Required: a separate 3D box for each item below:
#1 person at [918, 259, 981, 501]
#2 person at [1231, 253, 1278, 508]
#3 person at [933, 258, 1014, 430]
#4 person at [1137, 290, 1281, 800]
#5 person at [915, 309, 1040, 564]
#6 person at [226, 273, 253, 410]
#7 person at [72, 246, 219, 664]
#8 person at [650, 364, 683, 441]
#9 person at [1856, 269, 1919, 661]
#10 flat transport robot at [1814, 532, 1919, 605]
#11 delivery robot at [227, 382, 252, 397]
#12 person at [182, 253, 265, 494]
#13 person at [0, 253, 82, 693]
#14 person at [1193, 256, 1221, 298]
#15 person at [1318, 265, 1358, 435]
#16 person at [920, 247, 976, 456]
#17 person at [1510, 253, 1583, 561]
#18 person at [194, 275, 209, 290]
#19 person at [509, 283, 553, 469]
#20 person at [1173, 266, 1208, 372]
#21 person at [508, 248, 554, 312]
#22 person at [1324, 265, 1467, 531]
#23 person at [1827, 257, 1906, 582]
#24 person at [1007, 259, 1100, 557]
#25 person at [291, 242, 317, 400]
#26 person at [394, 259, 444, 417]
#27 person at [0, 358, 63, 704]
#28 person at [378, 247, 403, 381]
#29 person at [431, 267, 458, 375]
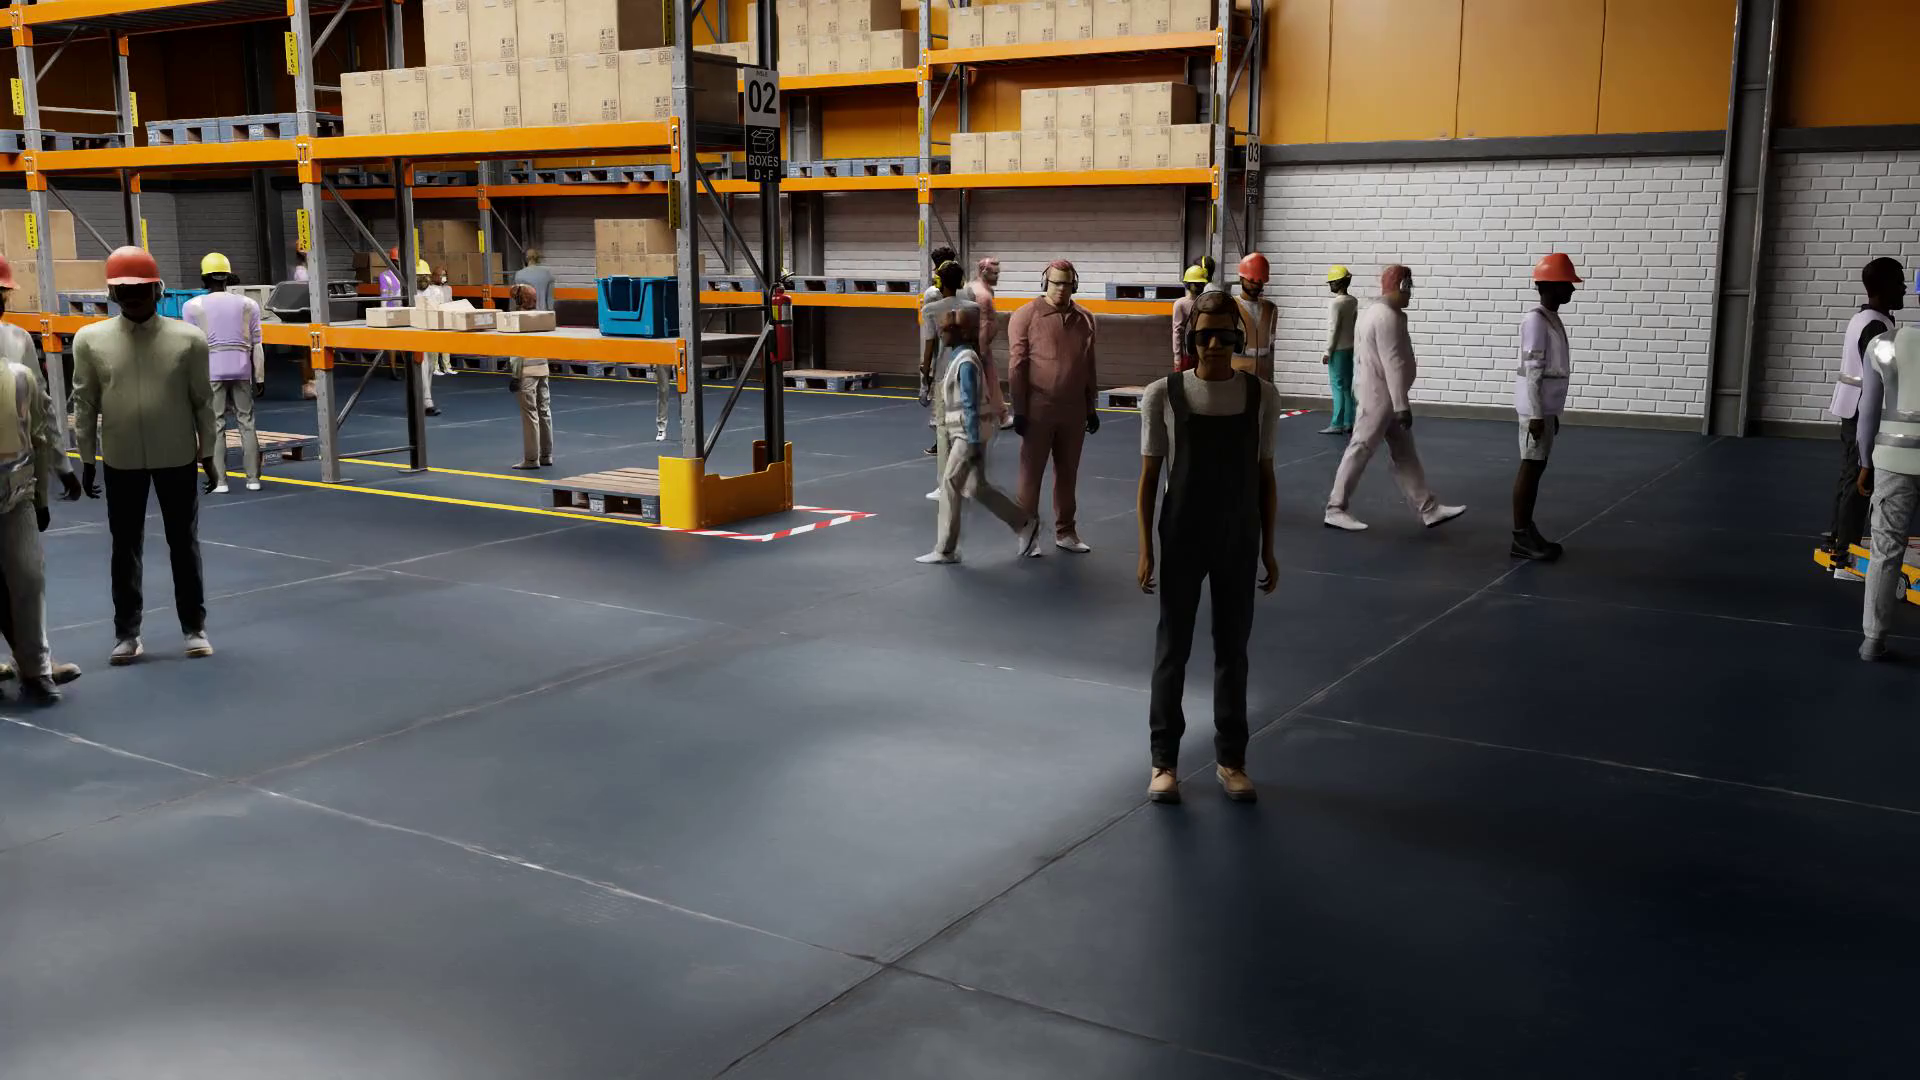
[{"bbox_3d":[-0.080,-1.227,12.899,0.521,1.873,0.334,-5,11,-24],"label":"person"},{"bbox_3d":[2.160,-1.181,12.495,0.543,1.927,0.384,-5,11,-24],"label":"person"},{"bbox_3d":[0.185,-2.064,17.647,1.006,1.836,0.711,0,10,2],"label":"person"},{"bbox_3d":[0.897,0.031,6.001,0.517,1.844,0.332,0,10,-3],"label":"person"},{"bbox_3d":[0.123,-0.648,10.434,0.744,1.604,0.552,-1,10,-4],"label":"person"},{"bbox_3d":[-8.343,-2.208,18.932,0.538,1.642,0.821,1,10,5],"label":"person"},{"bbox_3d":[-3.896,-0.402,7.987,0.622,1.992,0.396,-5,11,-24],"label":"person"},{"bbox_3d":[-2.895,-1.816,16.819,0.498,1.634,0.279,-2,10,-12],"label":"person"},{"bbox_3d":[4.572,-0.361,7.879,0.605,1.951,0.380,8,13,36],"label":"person"},{"bbox_3d":[5.600,0.166,9.613,0.652,0.197,1.431,0,10,3],"label":"flat transport robot"},{"bbox_3d":[-8.764,-1.839,19.679,0.707,0.478,0.477,-4,11,-20],"label":"delivery robot"},{"bbox_3d":[-5.898,-1.333,13.353,0.589,1.919,0.394,-7,13,-35],"label":"person"},{"bbox_3d":[-4.270,-0.311,7.458,0.943,1.998,0.631,3,11,14],"label":"person"},{"bbox_3d":[2.580,-2.076,17.648,0.375,1.852,0.573,6,12,32],"label":"person"},{"bbox_3d":[3.955,-1.981,17.386,0.323,1.764,0.524,9,13,40],"label":"person"},{"bbox_3d":[-0.118,-1.760,15.611,0.600,1.958,0.378,-9,14,-41],"label":"person"},{"bbox_3d":[3.724,-0.844,10.590,0.362,1.939,0.542,5,12,28],"label":"person"},{"bbox_3d":[-10.651,-3.011,23.472,0.945,1.623,0.538,4,11,21],"label":"person"},{"bbox_3d":[-3.817,-1.445,14.746,0.313,1.642,0.513,3,11,19],"label":"person"},{"bbox_3d":[2.334,-1.859,16.693,0.533,1.767,0.325,-10,14,-44],"label":"person"},{"bbox_3d":[-6.220,-3.219,23.863,0.860,1.905,0.643,6,12,30],"label":"person"},{"bbox_3d":[3.029,-0.966,11.522,1.007,1.834,0.712,2,11,13],"label":"person"},{"bbox_3d":[5.410,-0.716,9.929,0.392,1.922,0.593,4,11,20],"label":"person"},{"bbox_3d":[0.620,-0.845,10.706,0.636,1.903,0.404,-5,11,-26],"label":"person"},{"bbox_3d":[-8.147,-2.767,20.977,0.516,2.030,0.648,-4,11,-21],"label":"person"},{"bbox_3d":[-6.196,-2.335,19.281,0.610,1.825,0.606,9,14,42],"label":"person"},{"bbox_3d":[-4.187,-0.158,7.134,0.687,1.805,0.624,10,14,44],"label":"person"},{"bbox_3d":[-8.069,-3.252,23.964,0.544,1.926,0.395,-8,13,-39],"label":"person"},{"bbox_3d":[-7.793,-3.287,25.003,0.283,1.624,0.494,5,11,24],"label":"person"}]
